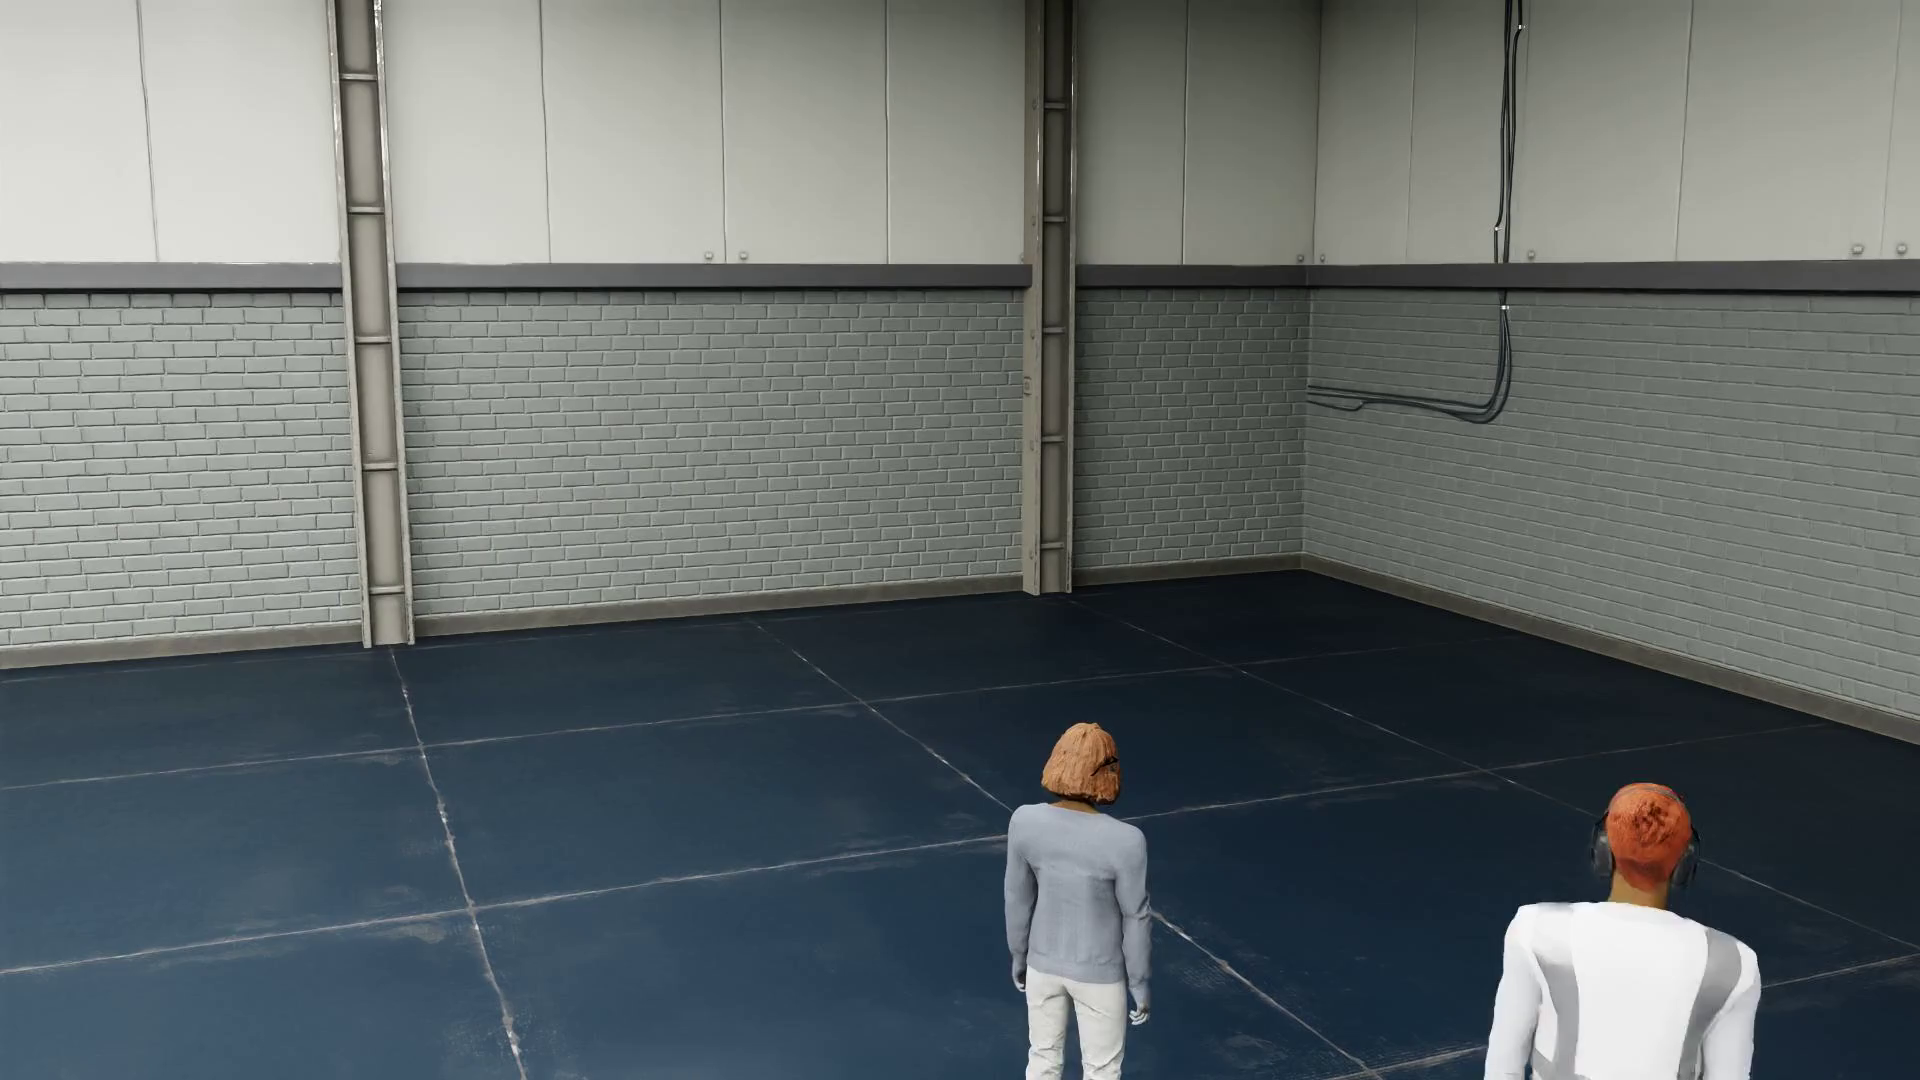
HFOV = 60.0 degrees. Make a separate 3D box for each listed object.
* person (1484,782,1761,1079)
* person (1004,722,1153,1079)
[{"bbox_3d":[1.552,1.493,3.957,0.587,1.857,0.911,2,9,14],"label":"person"},{"bbox_3d":[0.379,1.384,5.302,0.506,1.632,0.268,6,11,32],"label":"person"}]
